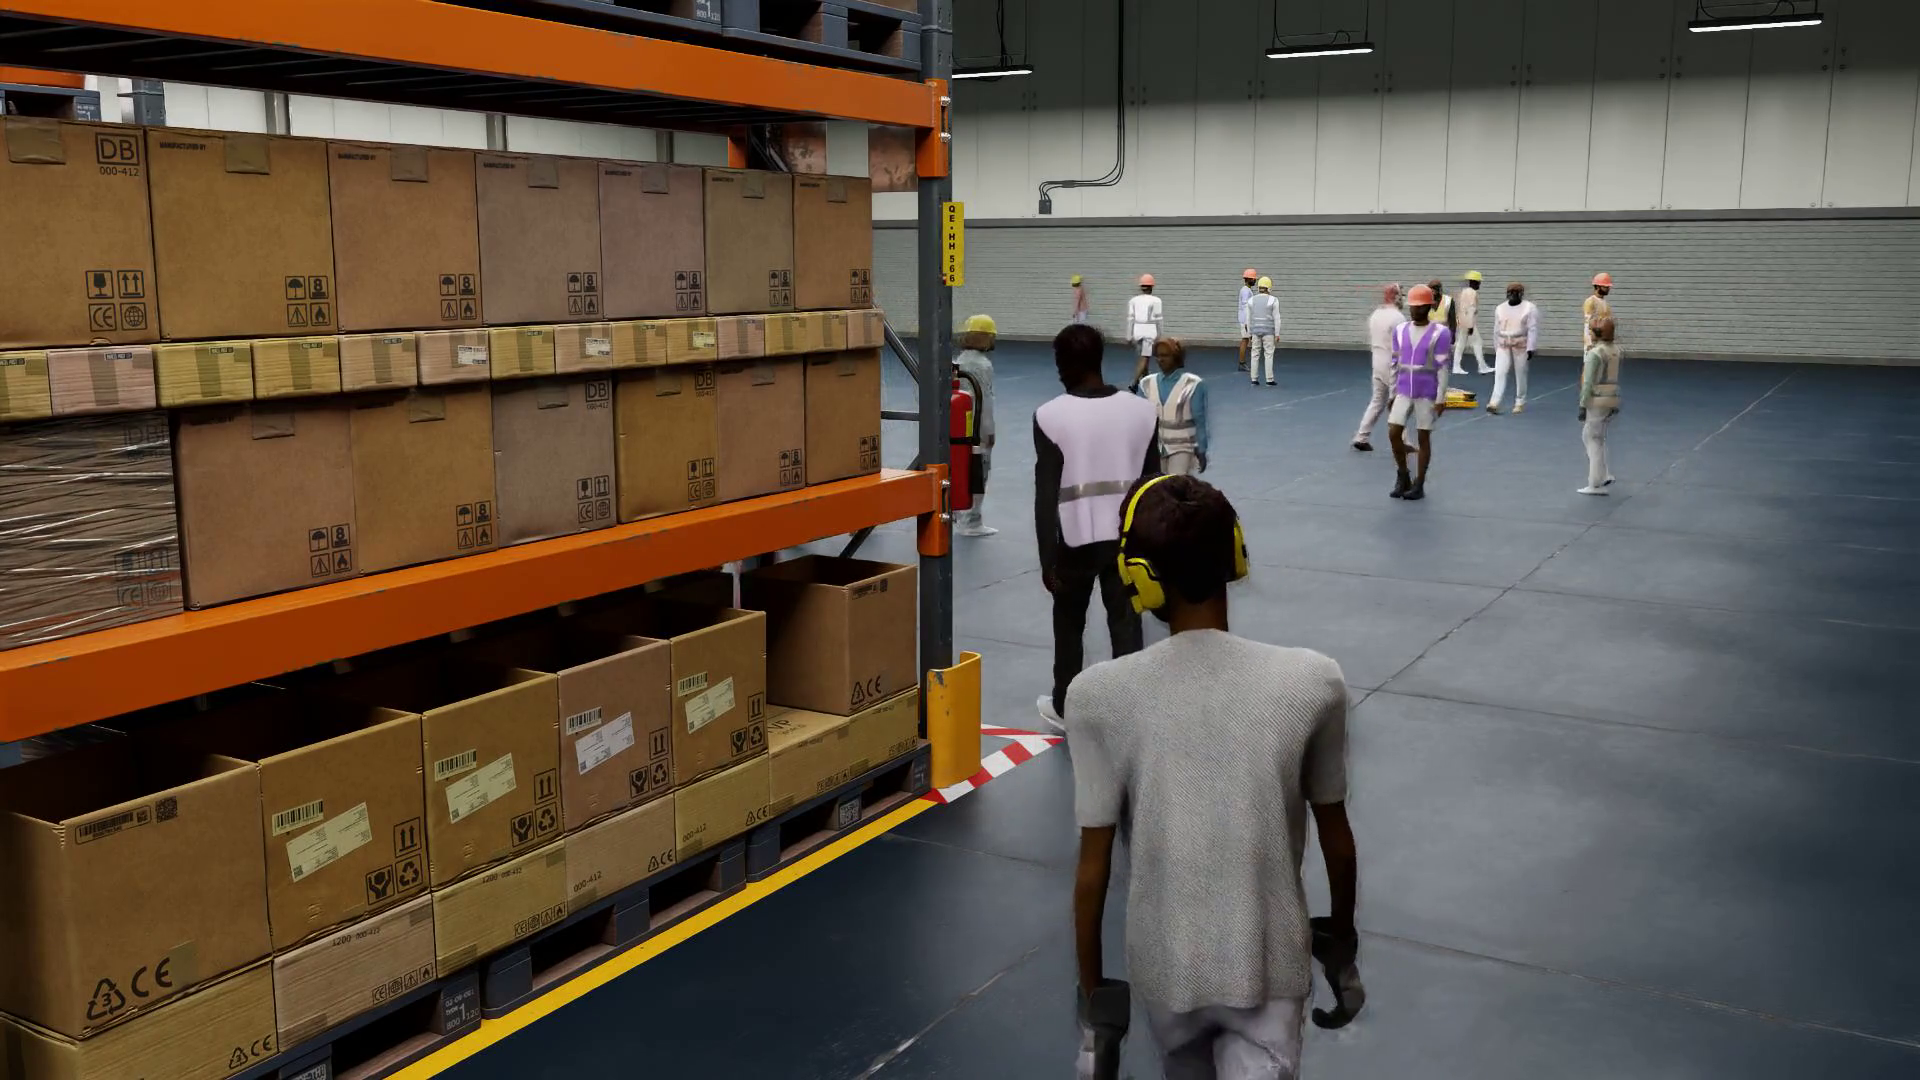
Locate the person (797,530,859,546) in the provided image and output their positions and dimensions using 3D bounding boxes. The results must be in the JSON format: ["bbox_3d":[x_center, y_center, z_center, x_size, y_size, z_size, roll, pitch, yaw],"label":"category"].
[{"bbox_3d":[-1.028,-0.935,12.602,0.978,1.966,0.605,-5,11,-28],"label":"person"}]

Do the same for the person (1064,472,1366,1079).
[{"bbox_3d":[0.436,0.790,2.908,0.532,1.816,0.981,3,10,15],"label":"person"}]

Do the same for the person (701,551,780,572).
[{"bbox_3d":[-1.094,-0.115,8.426,0.938,1.714,0.542,7,12,34],"label":"person"}]

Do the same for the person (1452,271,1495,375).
[{"bbox_3d":[9.478,-3.974,30.513,0.871,1.893,0.612,0,10,-1],"label":"person"}]

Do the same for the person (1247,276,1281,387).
[{"bbox_3d":[5.079,-3.474,27.776,0.590,1.837,0.404,6,12,33],"label":"person"}]

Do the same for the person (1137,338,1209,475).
[{"bbox_3d":[1.404,-0.585,11.523,0.541,1.608,0.754,7,12,36],"label":"person"}]

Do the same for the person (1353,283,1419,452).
[{"bbox_3d":[4.765,-1.894,18.449,0.615,1.920,0.667,-3,10,-15],"label":"person"}]

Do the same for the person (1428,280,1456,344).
[{"bbox_3d":[7.730,-3.327,27.077,0.639,1.793,0.979,2,10,9],"label":"person"}]

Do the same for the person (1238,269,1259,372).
[{"bbox_3d":[5.446,-4.145,31.416,0.363,1.934,0.553,2,10,9],"label":"person"}]

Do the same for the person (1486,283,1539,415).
[{"bbox_3d":[7.585,-2.614,22.844,0.637,1.790,0.947,7,12,36],"label":"person"}]

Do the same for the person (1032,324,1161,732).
[{"bbox_3d":[0.615,-0.003,7.329,0.693,1.871,0.926,-2,10,-11],"label":"person"}]

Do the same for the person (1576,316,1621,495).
[{"bbox_3d":[5.797,-1.218,15.155,0.378,1.625,0.537,9,14,44],"label":"person"}]

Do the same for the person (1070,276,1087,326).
[{"bbox_3d":[2.800,-5.499,39.991,0.839,1.703,0.590,0,10,-2],"label":"person"}]

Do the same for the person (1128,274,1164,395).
[{"bbox_3d":[2.860,-3.214,26.091,0.541,1.905,0.945,8,12,38],"label":"person"}]

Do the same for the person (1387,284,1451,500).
[{"bbox_3d":[4.039,-1.300,14.781,0.569,1.924,0.496,8,12,38],"label":"person"}]

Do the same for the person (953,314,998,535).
[{"bbox_3d":[0.148,-0.890,12.957,0.373,1.721,0.512,-5,11,-25],"label":"person"}]

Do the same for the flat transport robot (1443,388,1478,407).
[{"bbox_3d":[6.997,-2.100,24.307,0.652,0.197,1.431,-1,10,-3],"label":"flat transport robot"}]

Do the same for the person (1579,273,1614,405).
[{"bbox_3d":[9.265,-2.895,24.138,0.556,1.932,0.381,-7,12,-36],"label":"person"}]
